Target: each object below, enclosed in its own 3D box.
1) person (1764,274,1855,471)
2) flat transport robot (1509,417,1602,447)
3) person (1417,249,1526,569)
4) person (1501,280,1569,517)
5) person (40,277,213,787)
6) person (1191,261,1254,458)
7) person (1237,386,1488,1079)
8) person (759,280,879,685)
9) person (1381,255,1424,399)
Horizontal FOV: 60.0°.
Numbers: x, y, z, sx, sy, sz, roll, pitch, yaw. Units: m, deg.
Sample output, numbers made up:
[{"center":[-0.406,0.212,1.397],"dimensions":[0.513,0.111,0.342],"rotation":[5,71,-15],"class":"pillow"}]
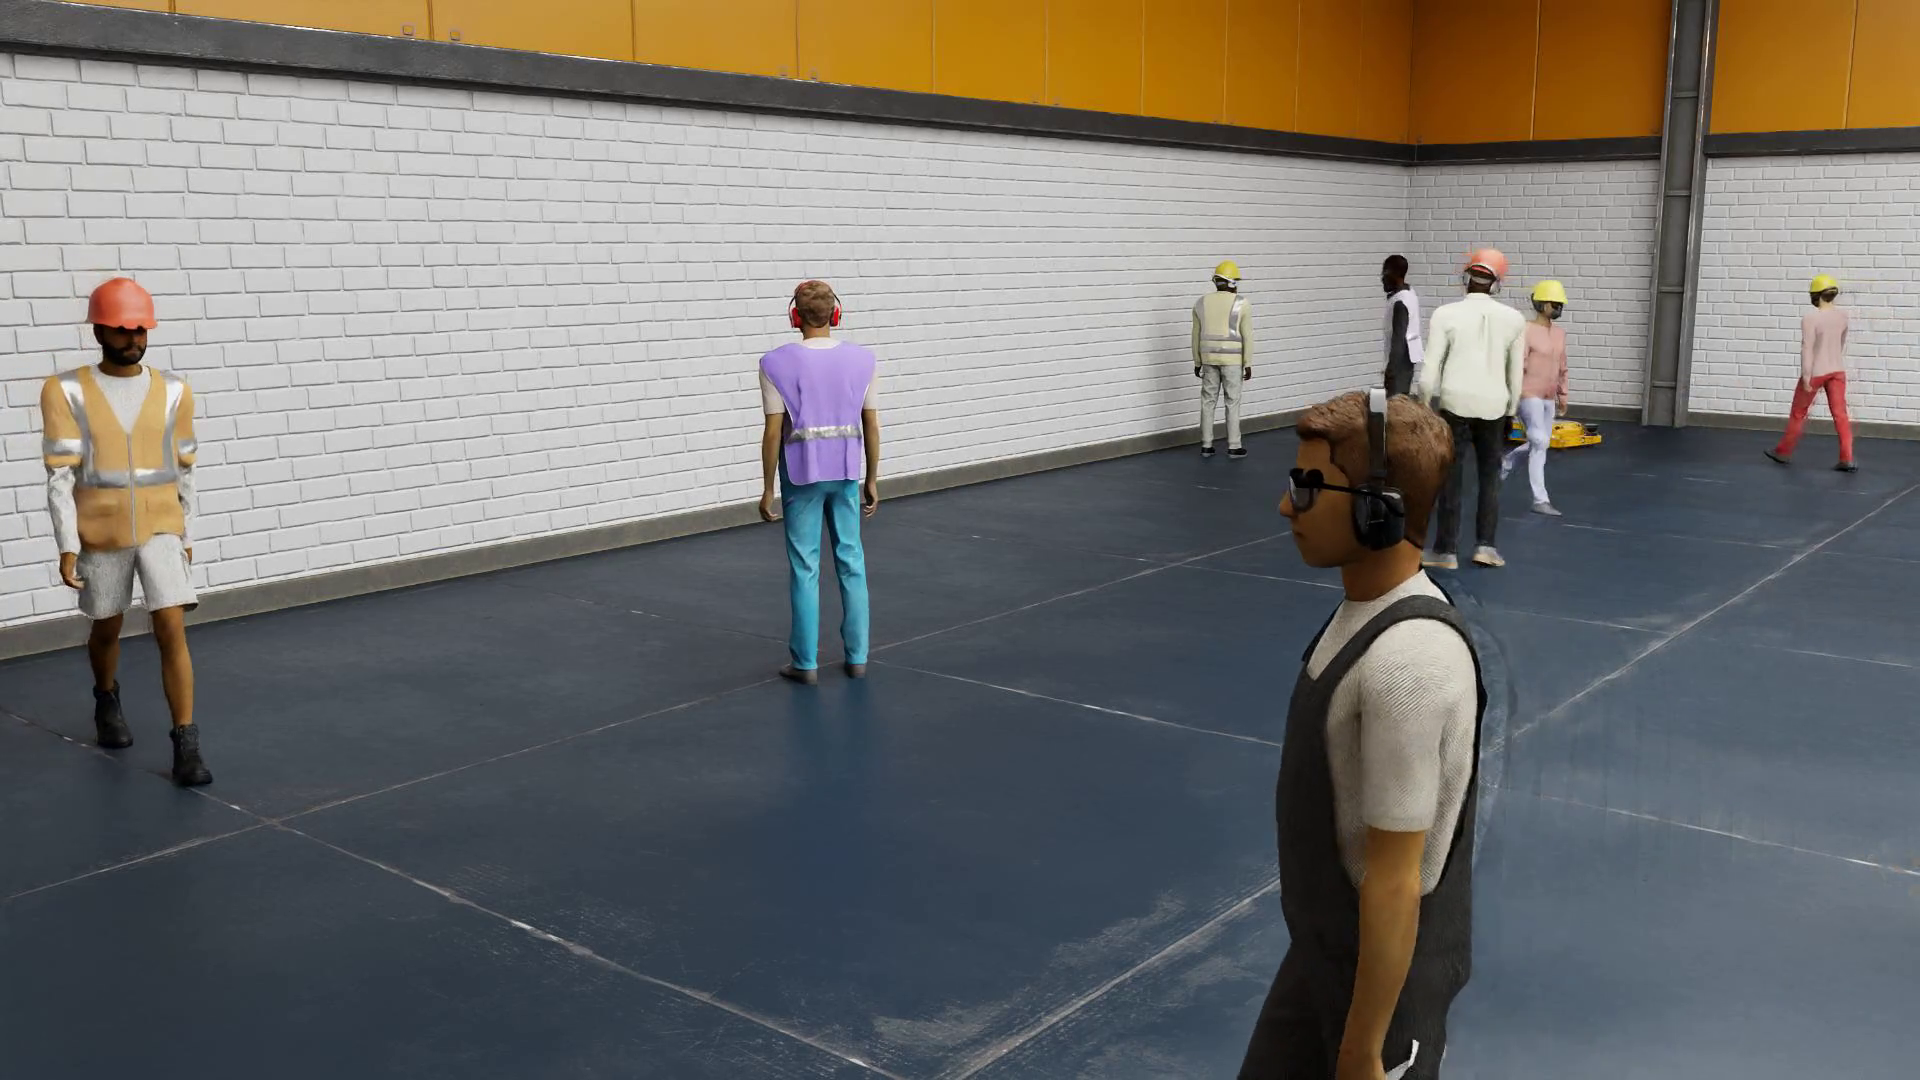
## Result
[{"center":[7.620,-1.482,14.743],"dimensions":[0.538,1.718,0.933],"rotation":[-3,11,-14],"class":"person"},{"center":[5.606,-1.110,16.683],"dimensions":[0.652,0.197,1.431],"rotation":[-8,13,-38],"class":"flat transport robot"},{"center":[3.153,-0.796,10.301],"dimensions":[0.676,1.959,0.410],"rotation":[-1,10,-6],"class":"person"},{"center":[4.257,-1.075,12.434],"dimensions":[0.531,1.741,0.740],"rotation":[-7,12,-32],"class":"person"},{"center":[-3.190,-0.054,6.369],"dimensions":[0.548,1.895,1.003],"rotation":[-7,13,-35],"class":"person"},{"center":[2.456,-1.677,15.510],"dimensions":[0.594,1.828,0.403],"rotation":[6,12,31],"class":"person"},{"center":[0.695,0.668,2.570],"dimensions":[0.875,1.819,0.516],"rotation":[1,10,8],"class":"person"},{"center":[-0.631,-0.254,7.589],"dimensions":[0.571,1.840,0.374],"rotation":[-5,11,-24],"class":"person"},{"center":[3.876,-1.540,14.614],"dimensions":[0.385,1.884,0.688],"rotation":[3,11,17],"class":"person"}]
